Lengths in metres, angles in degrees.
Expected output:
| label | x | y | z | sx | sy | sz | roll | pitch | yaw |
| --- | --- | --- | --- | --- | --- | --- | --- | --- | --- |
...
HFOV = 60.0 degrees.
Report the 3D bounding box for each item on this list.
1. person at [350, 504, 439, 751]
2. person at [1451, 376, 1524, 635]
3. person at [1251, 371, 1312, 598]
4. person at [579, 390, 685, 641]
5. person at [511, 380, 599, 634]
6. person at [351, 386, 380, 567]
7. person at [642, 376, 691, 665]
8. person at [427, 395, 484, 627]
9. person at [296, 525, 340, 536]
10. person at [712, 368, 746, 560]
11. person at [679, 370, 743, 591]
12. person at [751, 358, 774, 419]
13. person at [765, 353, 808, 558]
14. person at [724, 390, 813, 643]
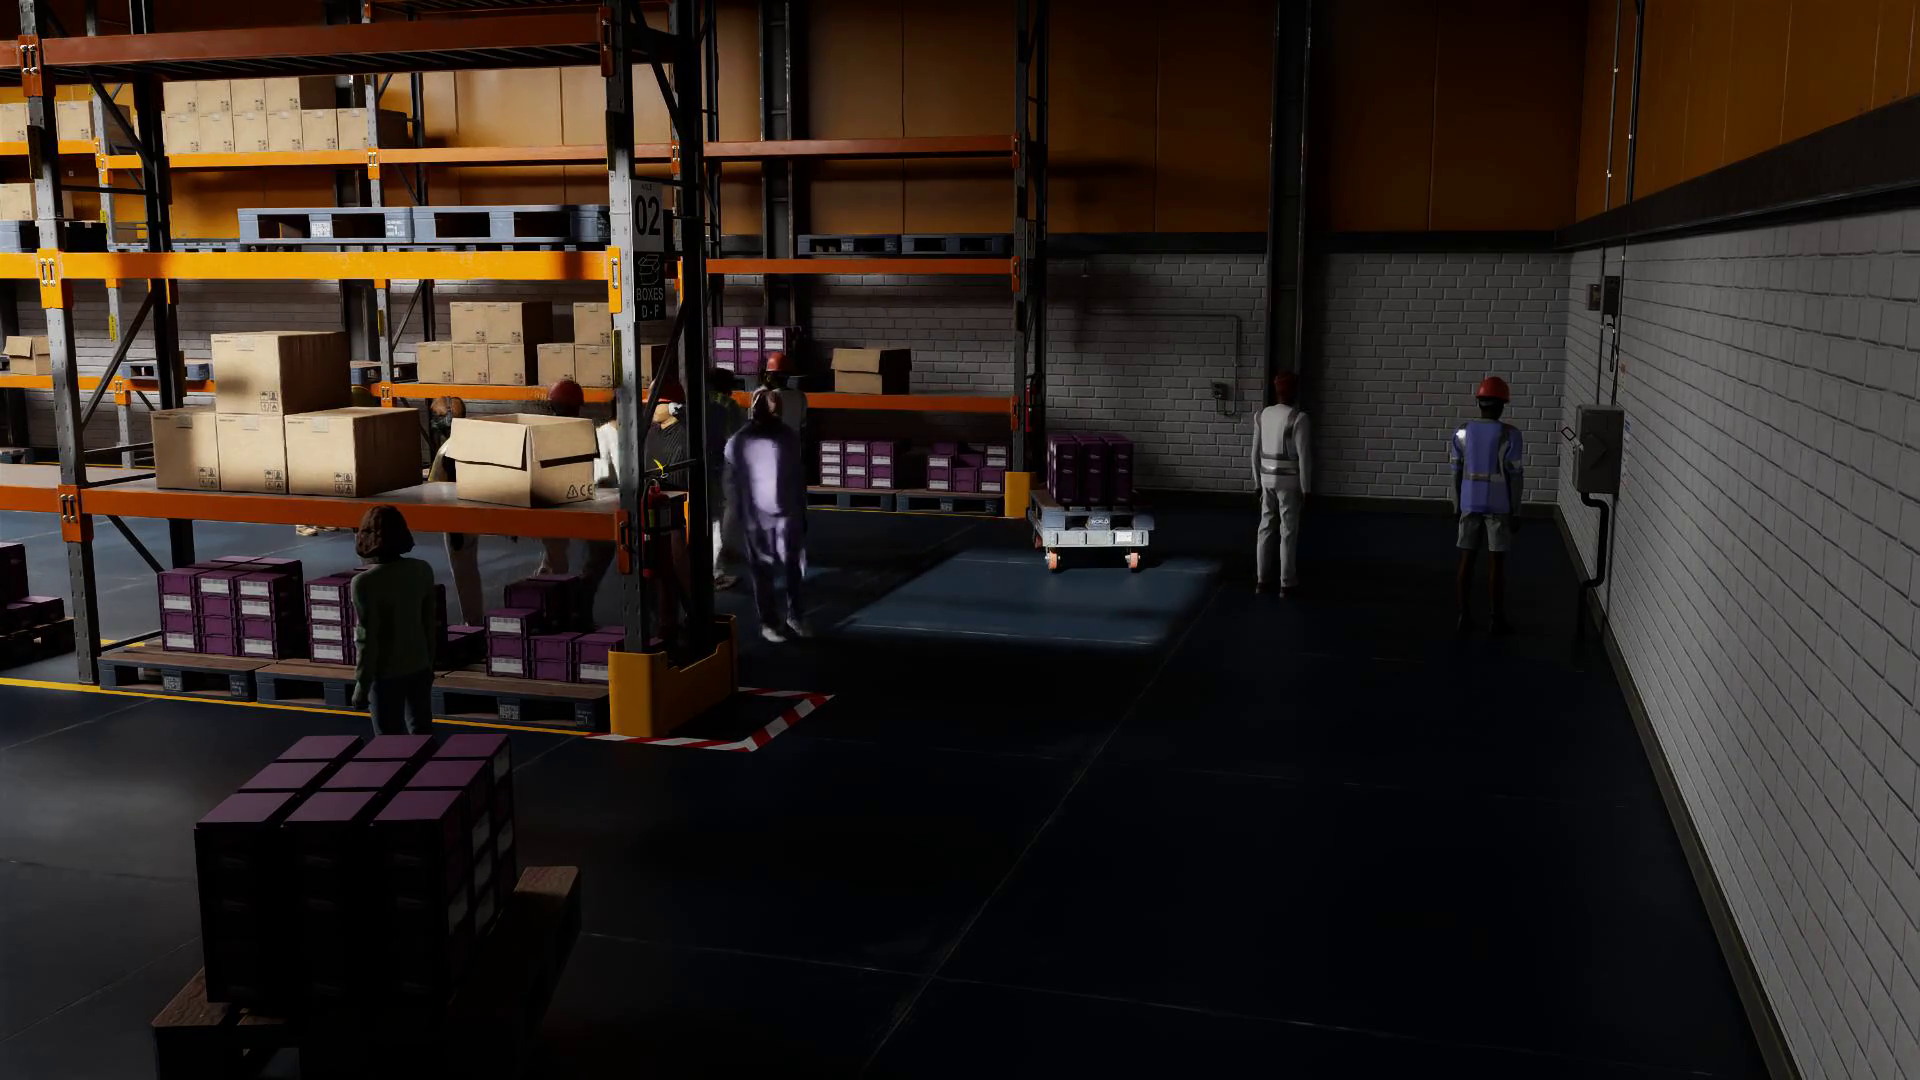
| label | x | y | z | sx | sy | sz | roll | pitch | yaw |
| --- | --- | --- | --- | --- | --- | --- | --- | --- | --- |
| person | -2.669 | 0.645 | 7.870 | 0.269 | 1.632 | 0.504 | 4 | 10 | 25 |
| person | 3.947 | -0.255 | 12.449 | 0.543 | 1.933 | 0.363 | 7 | 12 | 38 |
| person | 2.686 | -0.462 | 13.853 | 0.337 | 1.883 | 0.584 | -7 | 12 | -38 |
| person | -2.410 | -0.159 | 11.999 | 1.043 | 1.873 | 0.656 | 5 | 11 | 29 |
| person | -2.993 | -0.211 | 12.197 | 1.048 | 1.936 | 0.663 | 7 | 12 | 37 |
| person | -4.599 | -0.269 | 12.826 | 0.404 | 1.837 | 0.587 | -2 | 9 | -11 |
| person | -2.008 | -0.140 | 11.554 | 0.377 | 1.995 | 0.608 | -9 | 13 | -43 |
| person | -3.614 | -0.122 | 11.958 | 0.430 | 1.835 | 0.618 | -2 | 10 | -14 |
| person | -6.644 | -0.968 | 17.078 | 0.429 | 1.839 | 0.629 | 4 | 10 | 21 |
| person | -2.254 | -0.689 | 15.456 | 0.709 | 1.812 | 0.489 | 6 | 11 | 32 |
| person | -2.229 | -0.512 | 14.209 | 0.666 | 1.872 | 1.048 | -9 | 13 | -43 |
| person | -1.917 | -0.873 | 16.474 | 0.439 | 1.846 | 0.656 | -4 | 10 | -25 |
| person | -1.693 | -0.795 | 15.727 | 0.370 | 1.935 | 0.552 | 8 | 12 | 41 |
| person | -1.371 | -0.154 | 12.049 | 0.679 | 1.877 | 0.496 | -6 | 11 | -33 |
